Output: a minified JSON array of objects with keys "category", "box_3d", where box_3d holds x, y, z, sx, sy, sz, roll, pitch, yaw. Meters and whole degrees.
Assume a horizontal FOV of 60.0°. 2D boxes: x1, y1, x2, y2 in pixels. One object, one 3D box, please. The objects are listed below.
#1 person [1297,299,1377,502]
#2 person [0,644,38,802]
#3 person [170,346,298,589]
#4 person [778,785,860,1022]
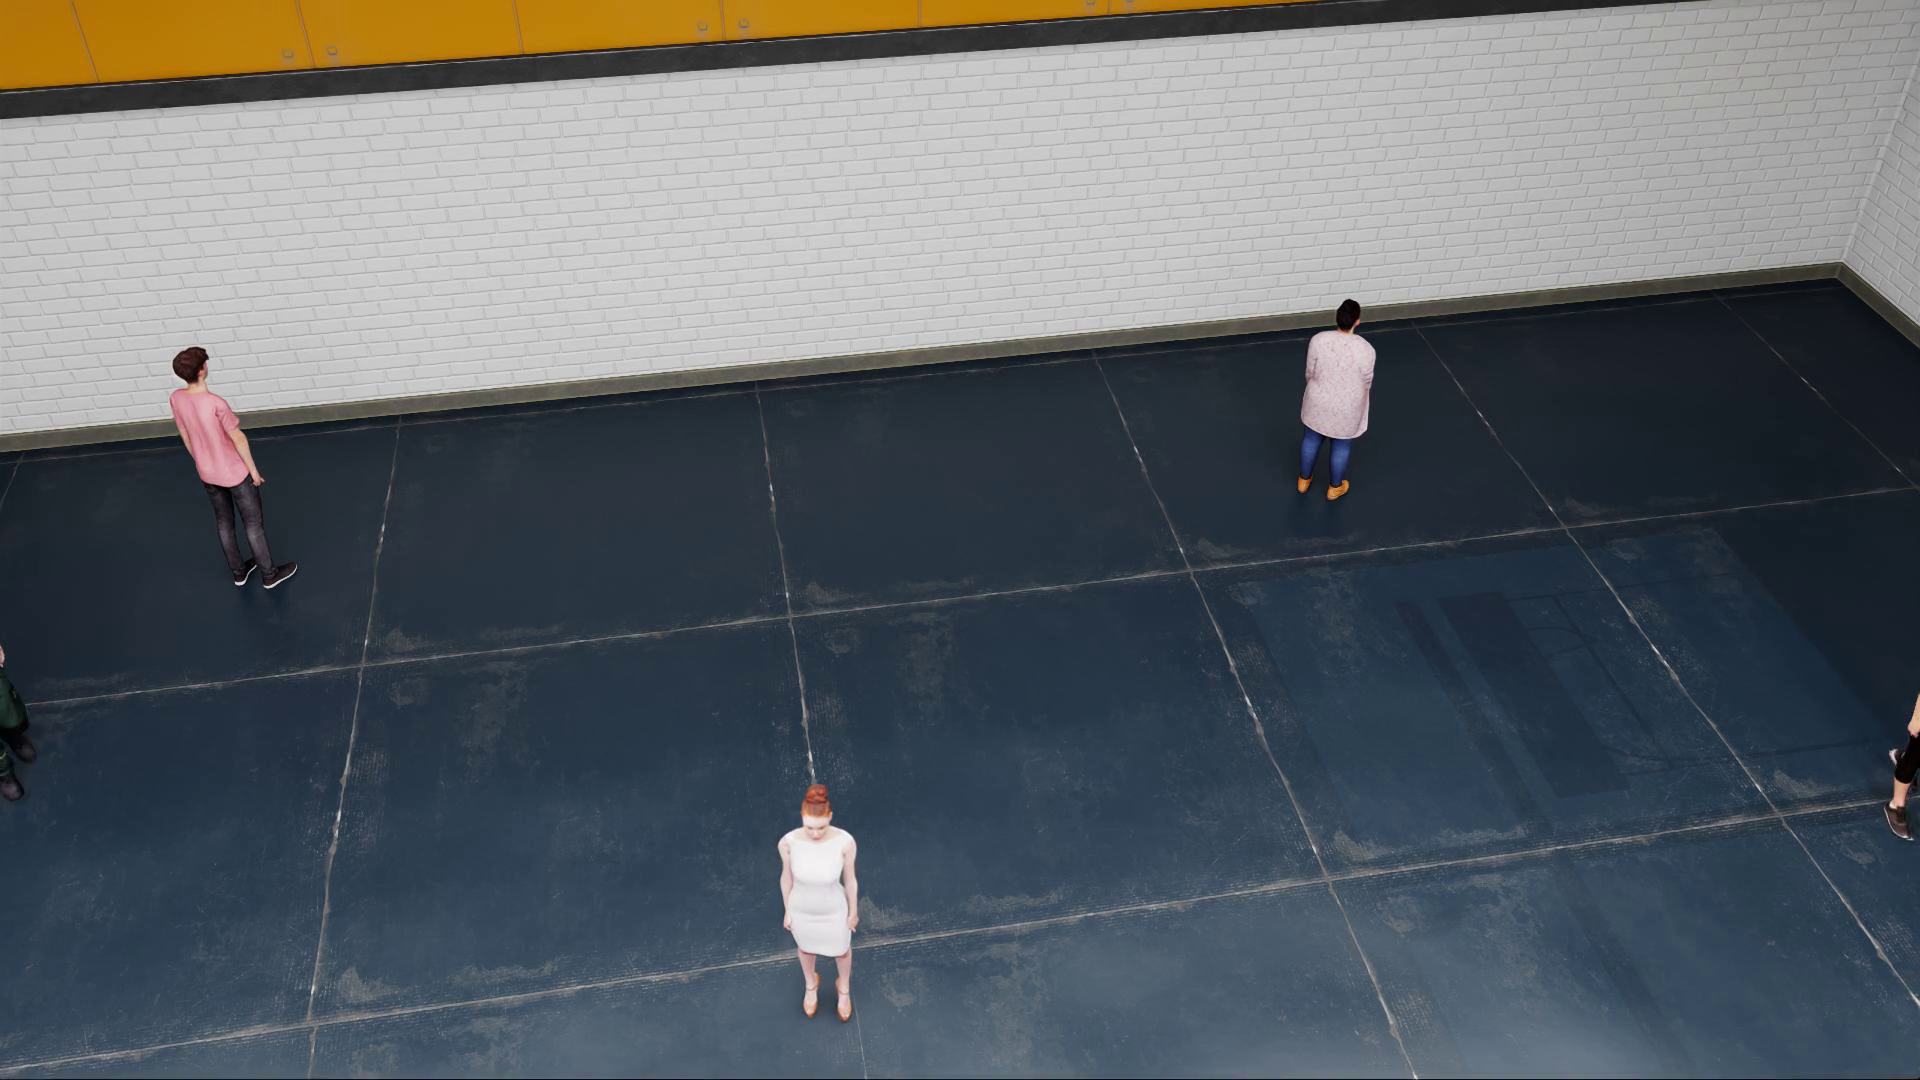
[{"category":"person","box_3d":[2.858,-1.082,12.694,0.795,1.744,0.832,18,42,22]},{"category":"person","box_3d":[-6.165,0.790,10.237,0.852,1.886,0.911,-27,46,-30]},{"category":"person","box_3d":[-5.224,-0.494,11.787,0.707,1.957,0.681,8,39,10]},{"category":"person","box_3d":[-0.738,1.949,8.859,0.594,1.794,0.551,1,39,2]}]
